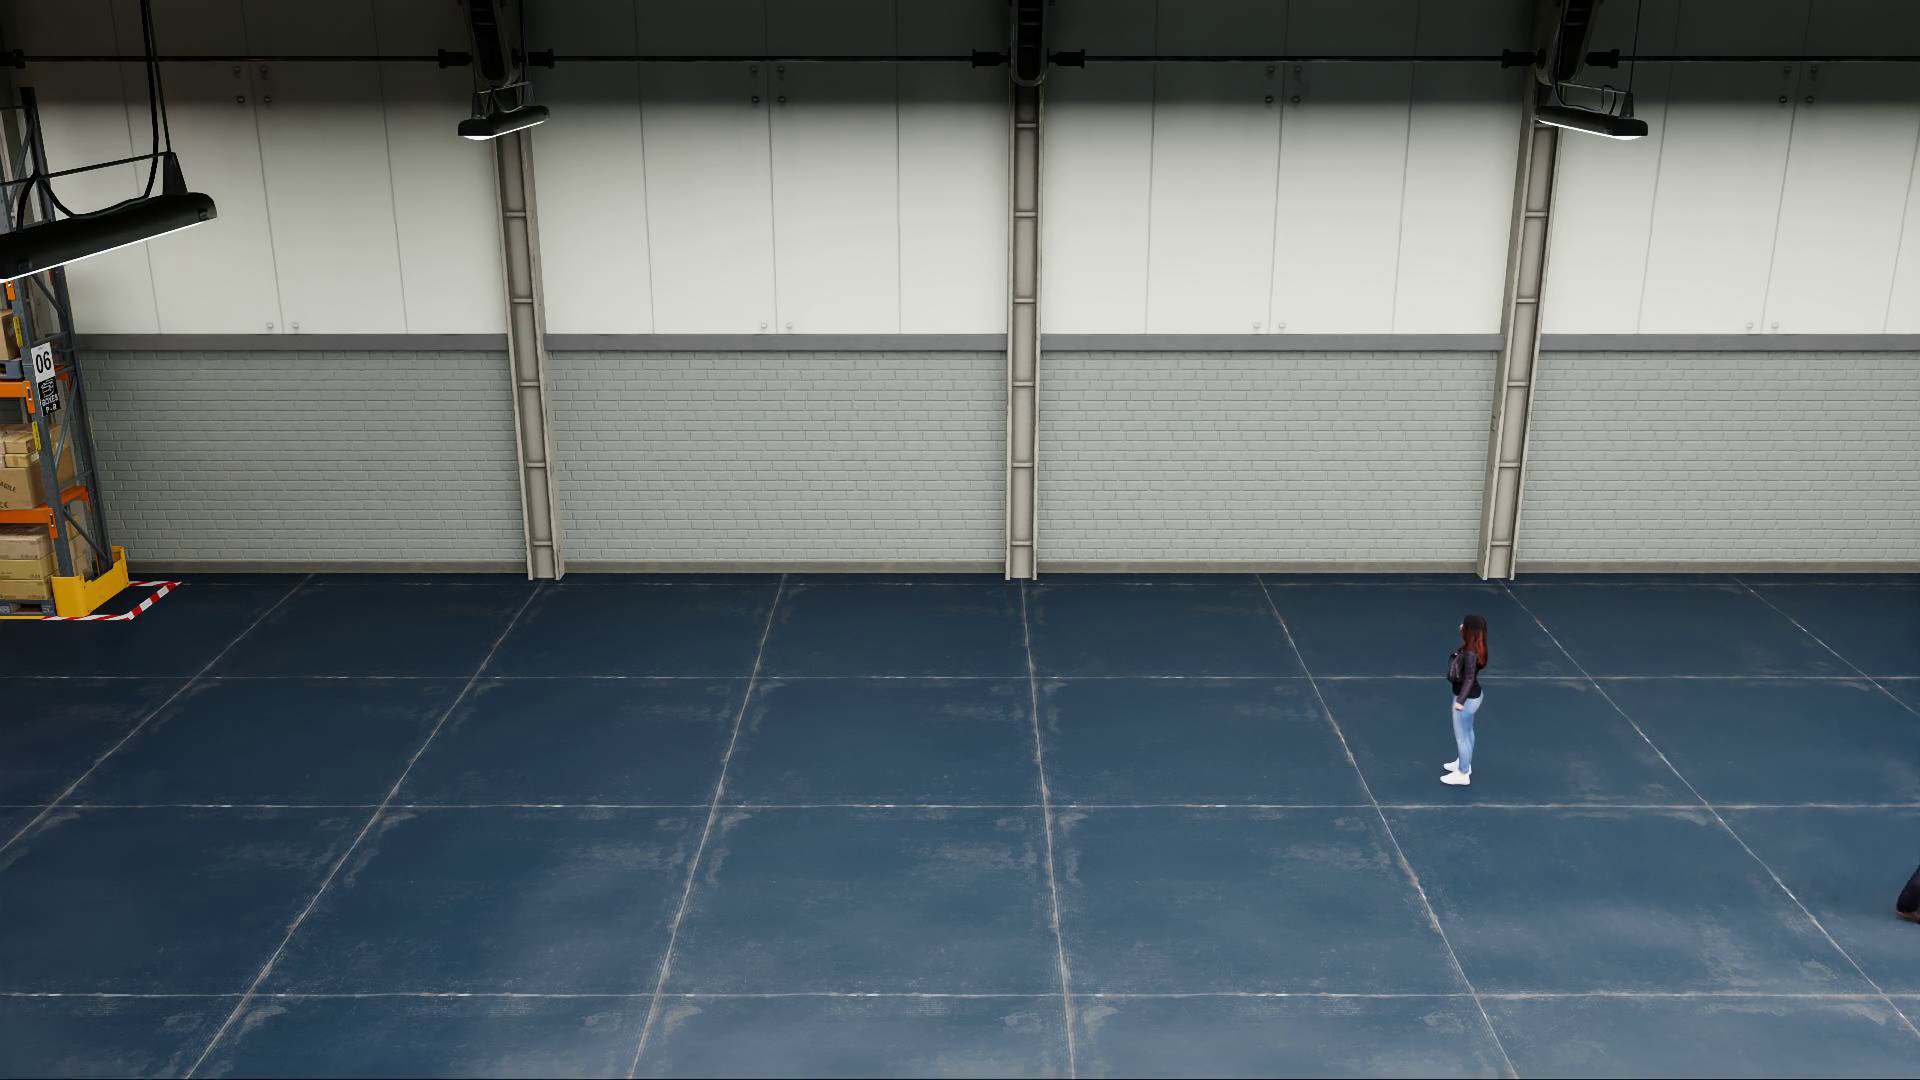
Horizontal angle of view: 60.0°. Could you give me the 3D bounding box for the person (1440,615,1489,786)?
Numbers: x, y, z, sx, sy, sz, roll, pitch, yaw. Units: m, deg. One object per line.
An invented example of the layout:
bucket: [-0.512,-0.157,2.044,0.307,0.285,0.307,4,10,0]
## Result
person: [4.667,1.450,15.328,0.701,1.634,0.711,8,20,23]
